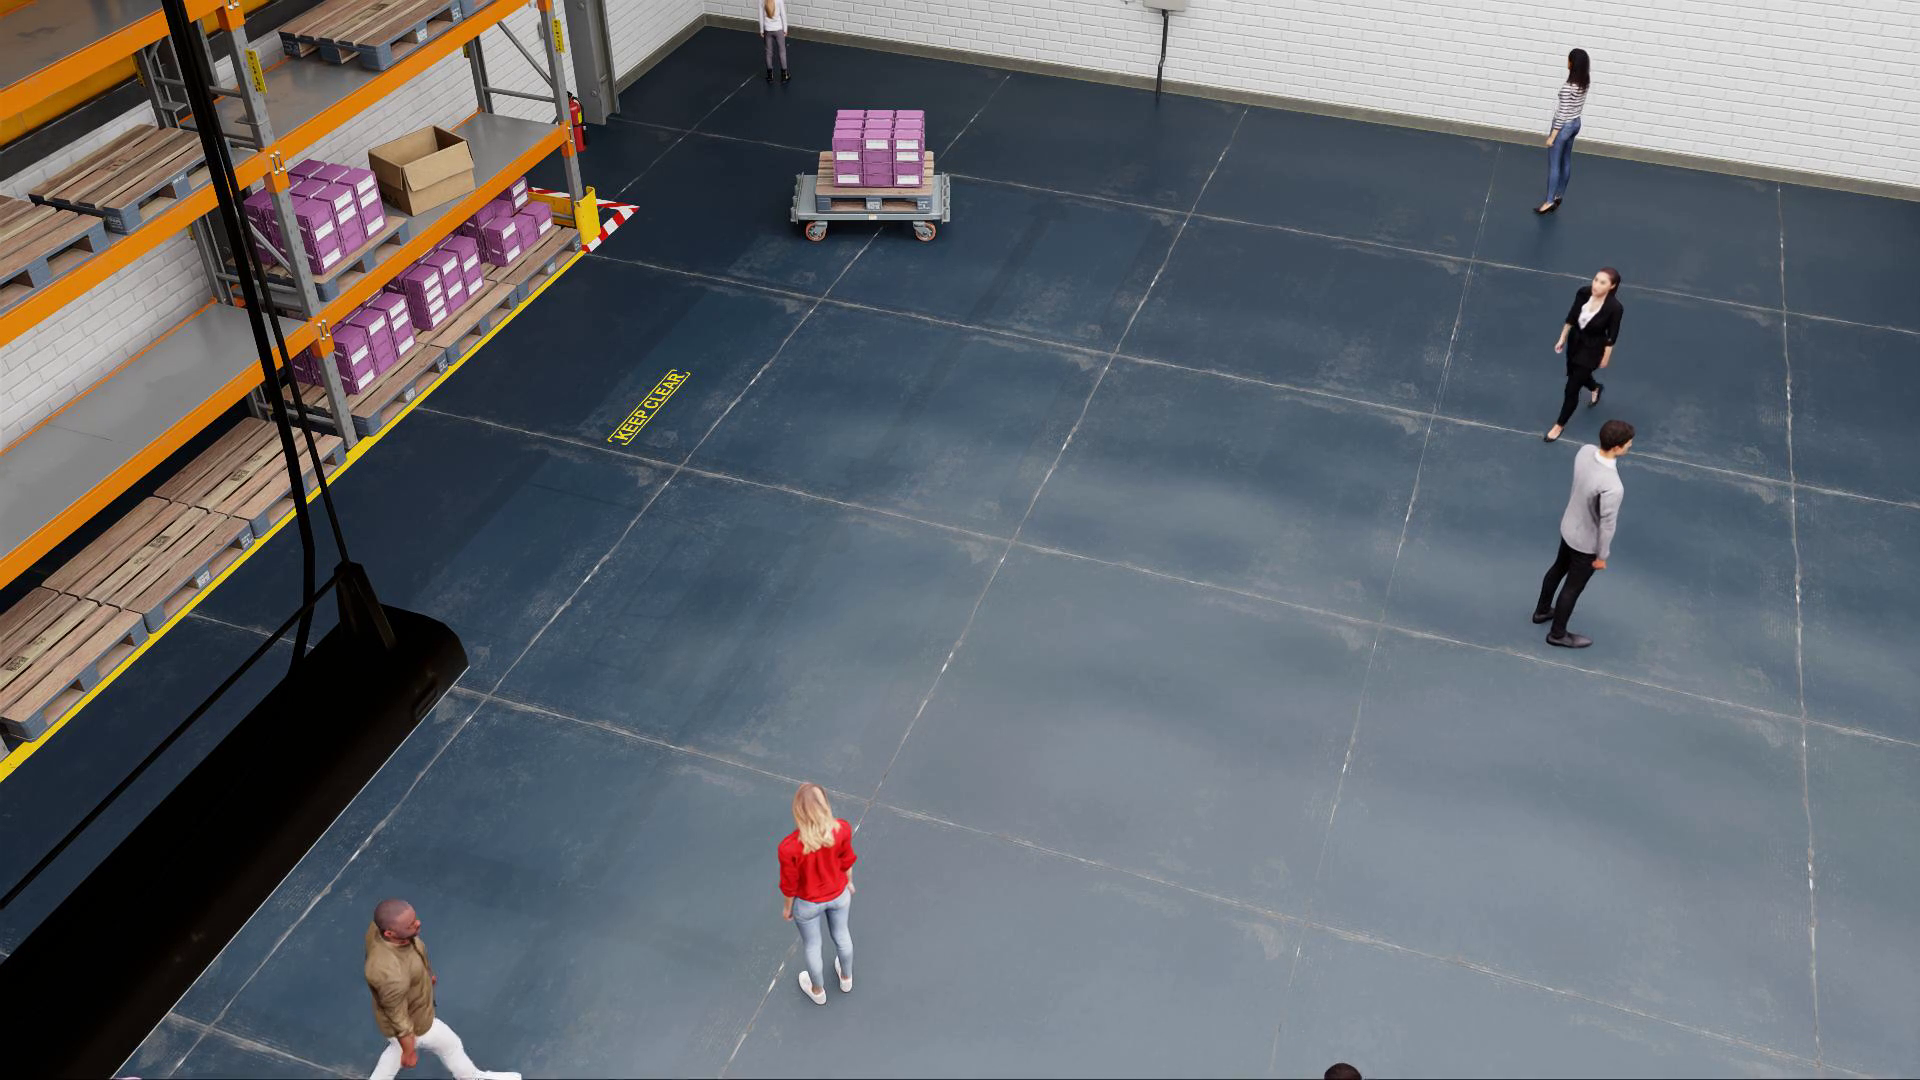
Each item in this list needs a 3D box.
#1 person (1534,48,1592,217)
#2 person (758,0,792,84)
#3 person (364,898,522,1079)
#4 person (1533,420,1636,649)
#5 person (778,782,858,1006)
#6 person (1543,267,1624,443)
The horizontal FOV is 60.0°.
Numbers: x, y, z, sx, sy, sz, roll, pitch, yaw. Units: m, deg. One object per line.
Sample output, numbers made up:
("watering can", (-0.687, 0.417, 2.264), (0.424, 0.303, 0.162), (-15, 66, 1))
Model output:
("person", (6.304, -4.252, 17.353), (0.612, 1.794, 0.731), (-28, 47, -31))
("person", (-2.268, -6.191, 20.193), (0.548, 1.279, 0.569), (2, 39, 2))
("person", (-3.011, 2.537, 8.849), (1.228, 1.797, 1.202), (-14, 41, -17))
("person", (4.499, -0.063, 12.005), (0.881, 1.921, 0.737), (-5, 39, -6))
("person", (-0.808, 2.039, 9.548), (0.666, 1.703, 0.740), (-18, 42, -21))
("person", (5.389, -1.631, 14.204), (1.126, 1.627, 1.012), (-21, 43, -24))
